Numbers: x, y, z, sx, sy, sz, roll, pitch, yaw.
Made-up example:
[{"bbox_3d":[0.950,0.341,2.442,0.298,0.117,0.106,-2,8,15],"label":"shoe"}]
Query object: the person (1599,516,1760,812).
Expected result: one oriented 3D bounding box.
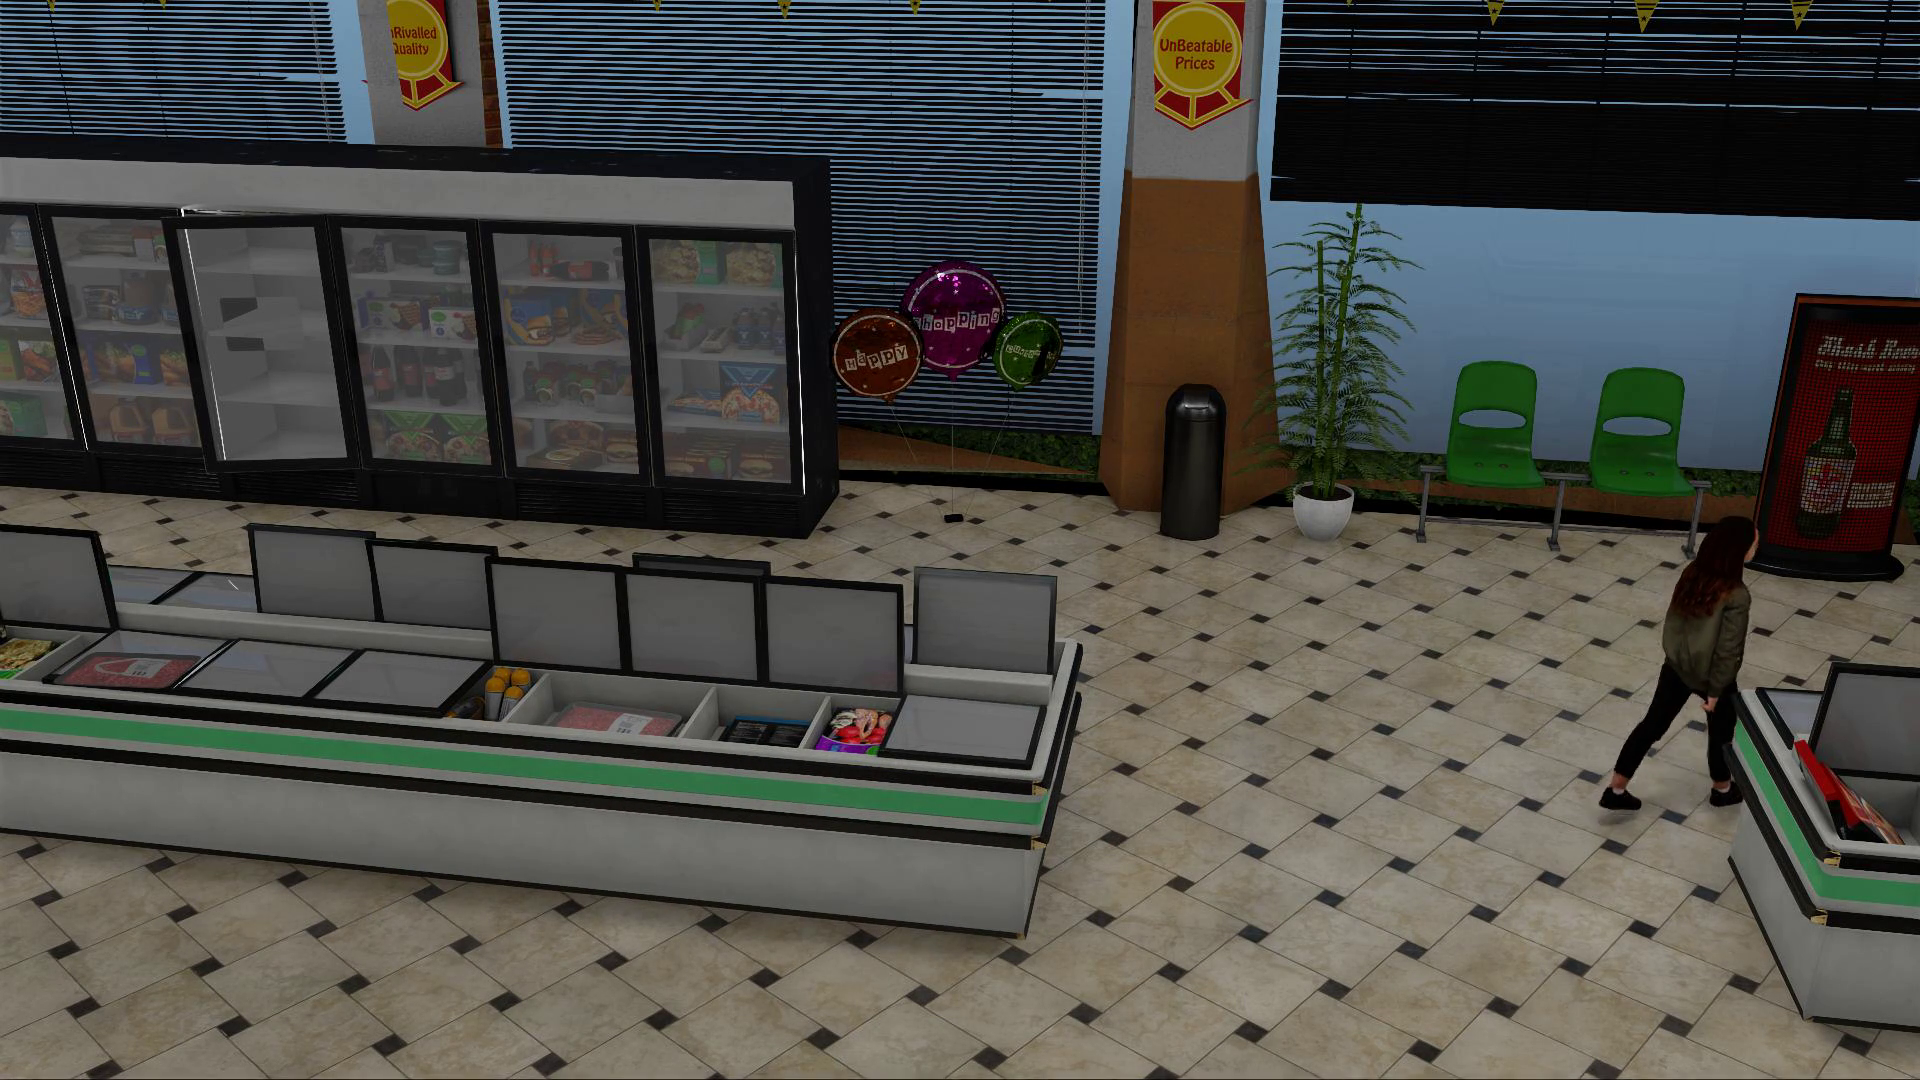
[{"bbox_3d":[3.186,0.596,7.331,1.099,1.439,0.890,-7,23,-17],"label":"person"}]
